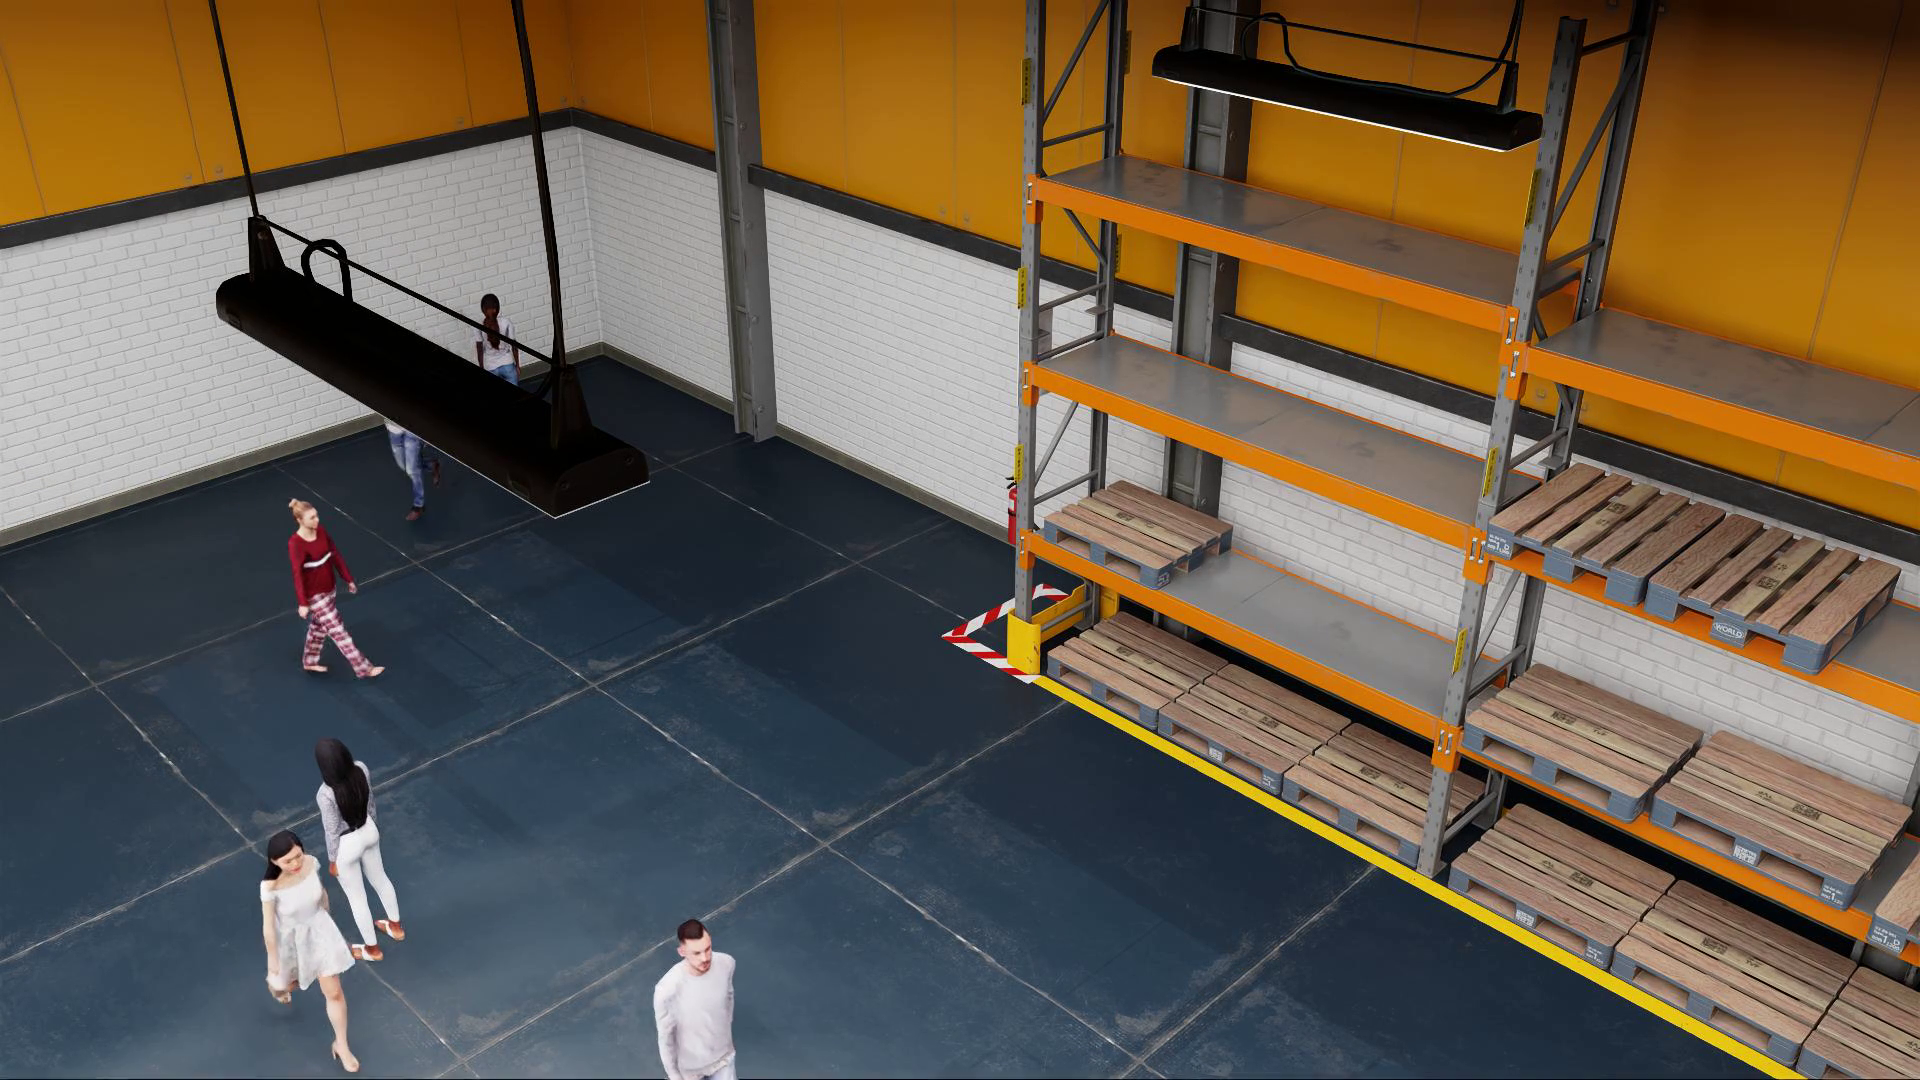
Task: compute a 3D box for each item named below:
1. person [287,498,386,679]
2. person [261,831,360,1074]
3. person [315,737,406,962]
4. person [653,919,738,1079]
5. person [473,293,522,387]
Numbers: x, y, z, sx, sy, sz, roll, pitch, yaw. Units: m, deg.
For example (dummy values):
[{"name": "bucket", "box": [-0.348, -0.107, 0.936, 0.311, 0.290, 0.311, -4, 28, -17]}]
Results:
[{"name": "person", "box": [-5.415, 0.423, 13.883, 1.135, 1.663, 0.995, 5, 29, 10]}, {"name": "person", "box": [-4.043, 2.436, 10.114, 1.131, 1.737, 0.683, 20, 35, 32]}, {"name": "person", "box": [-3.975, 2.007, 10.916, 0.618, 1.723, 0.658, 12, 31, 22]}, {"name": "person", "box": [-1.506, 2.827, 9.332, 0.843, 1.800, 1.226, -18, 33, -30]}, {"name": "person", "box": [-4.978, -1.847, 17.986, 0.658, 1.719, 0.662, -8, 30, -15]}]
